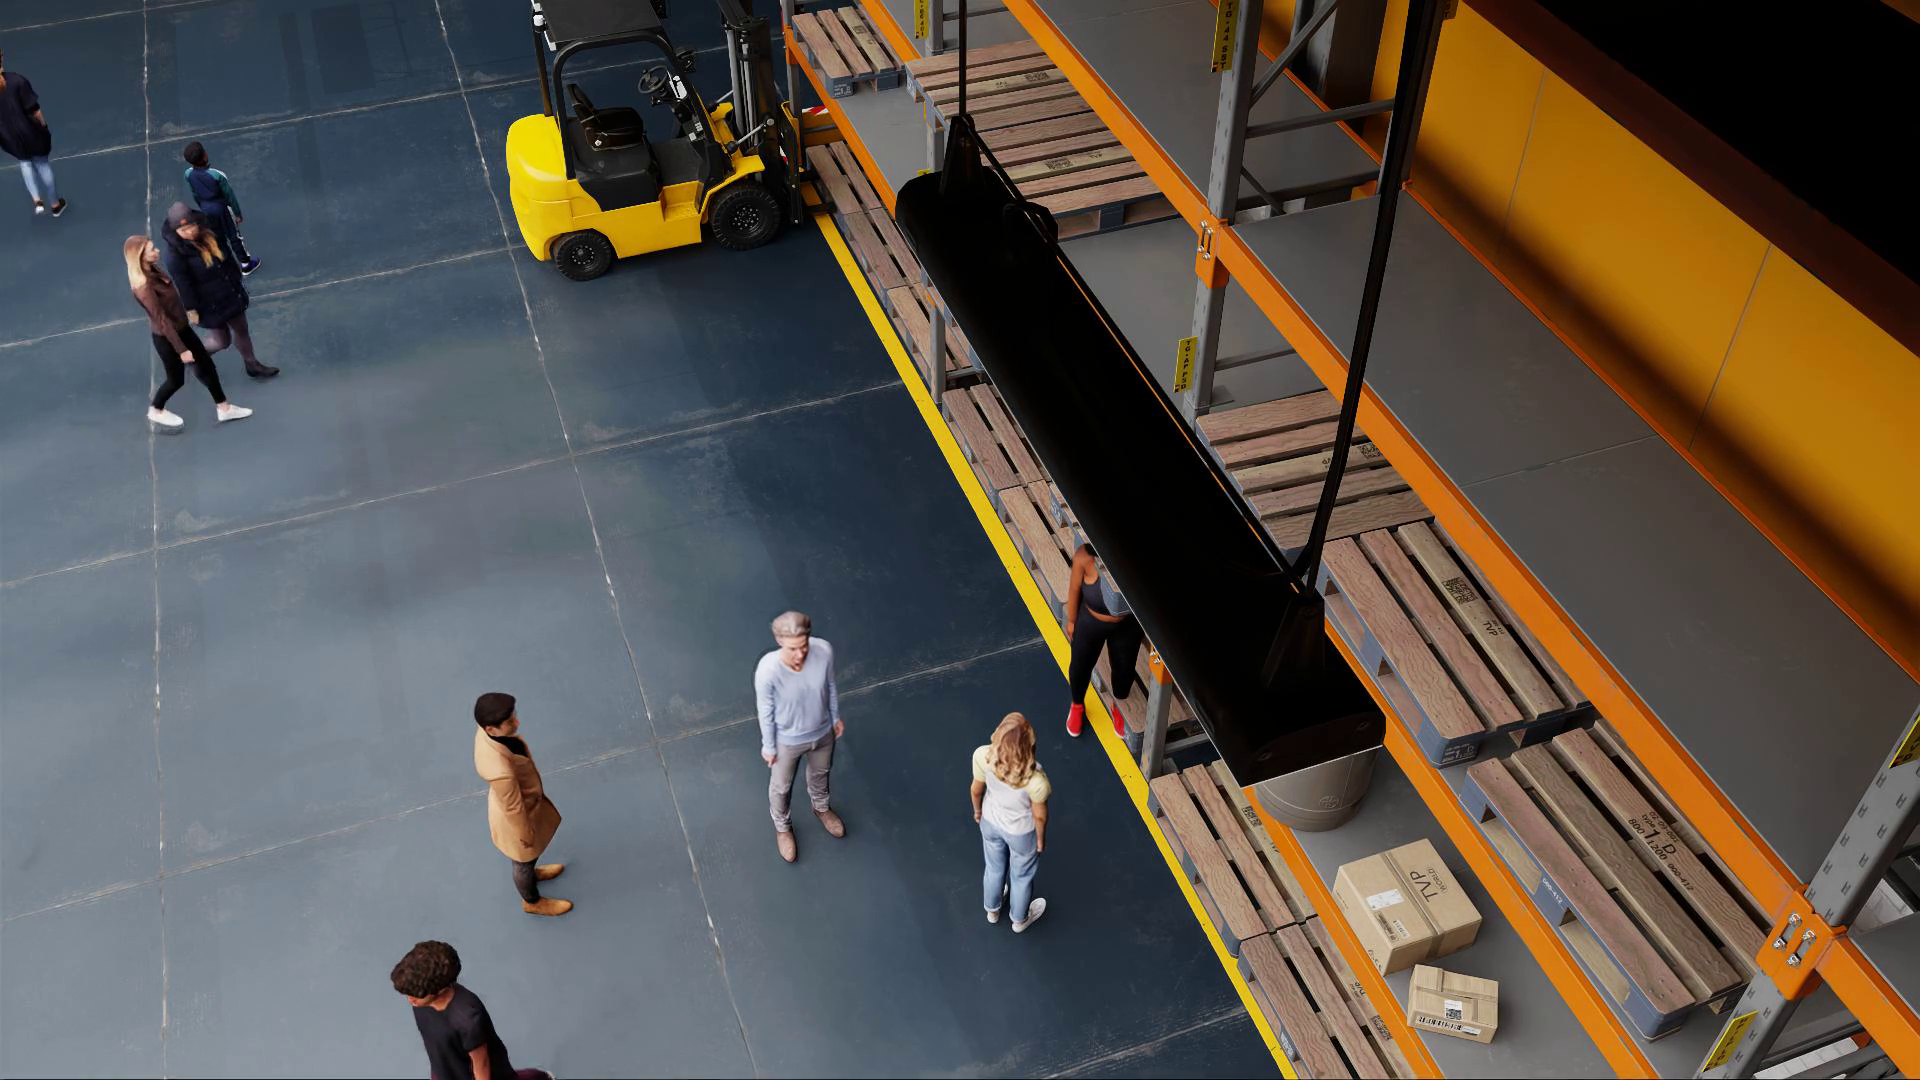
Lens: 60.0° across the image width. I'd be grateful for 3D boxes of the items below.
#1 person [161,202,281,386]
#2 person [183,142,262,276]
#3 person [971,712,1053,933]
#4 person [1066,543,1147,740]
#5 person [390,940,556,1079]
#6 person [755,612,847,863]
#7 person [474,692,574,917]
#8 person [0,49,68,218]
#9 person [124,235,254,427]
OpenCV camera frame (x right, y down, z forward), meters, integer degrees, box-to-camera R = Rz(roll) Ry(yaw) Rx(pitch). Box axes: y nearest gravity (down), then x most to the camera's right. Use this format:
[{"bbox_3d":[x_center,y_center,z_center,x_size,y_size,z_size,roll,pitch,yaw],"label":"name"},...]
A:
[{"bbox_3d":[-5.817,-1.883,12.786,0.965,1.666,0.929,12,45,12],"label":"person"},{"bbox_3d":[-6.278,-2.801,14.047,0.563,1.256,0.576,2,44,2],"label":"person"},{"bbox_3d":[0.281,1.562,9.130,0.683,1.722,0.761,21,48,21],"label":"person"},{"bbox_3d":[0.901,0.500,10.177,0.747,1.816,0.743,1,44,1],"label":"person"},{"bbox_3d":[-2.352,2.476,8.150,1.117,1.749,1.129,22,48,21],"label":"person"},{"bbox_3d":[-0.913,1.083,9.509,0.707,1.892,0.620,-22,48,-22],"label":"person"},{"bbox_3d":[-2.478,1.456,9.237,0.697,1.727,0.545,-14,45,-14],"label":"person"},{"bbox_3d":[-8.200,-3.514,14.493,0.697,1.673,0.765,-8,44,-8],"label":"person"},{"bbox_3d":[-5.939,-1.499,12.363,0.796,1.693,0.955,-7,44,-8],"label":"person"}]
